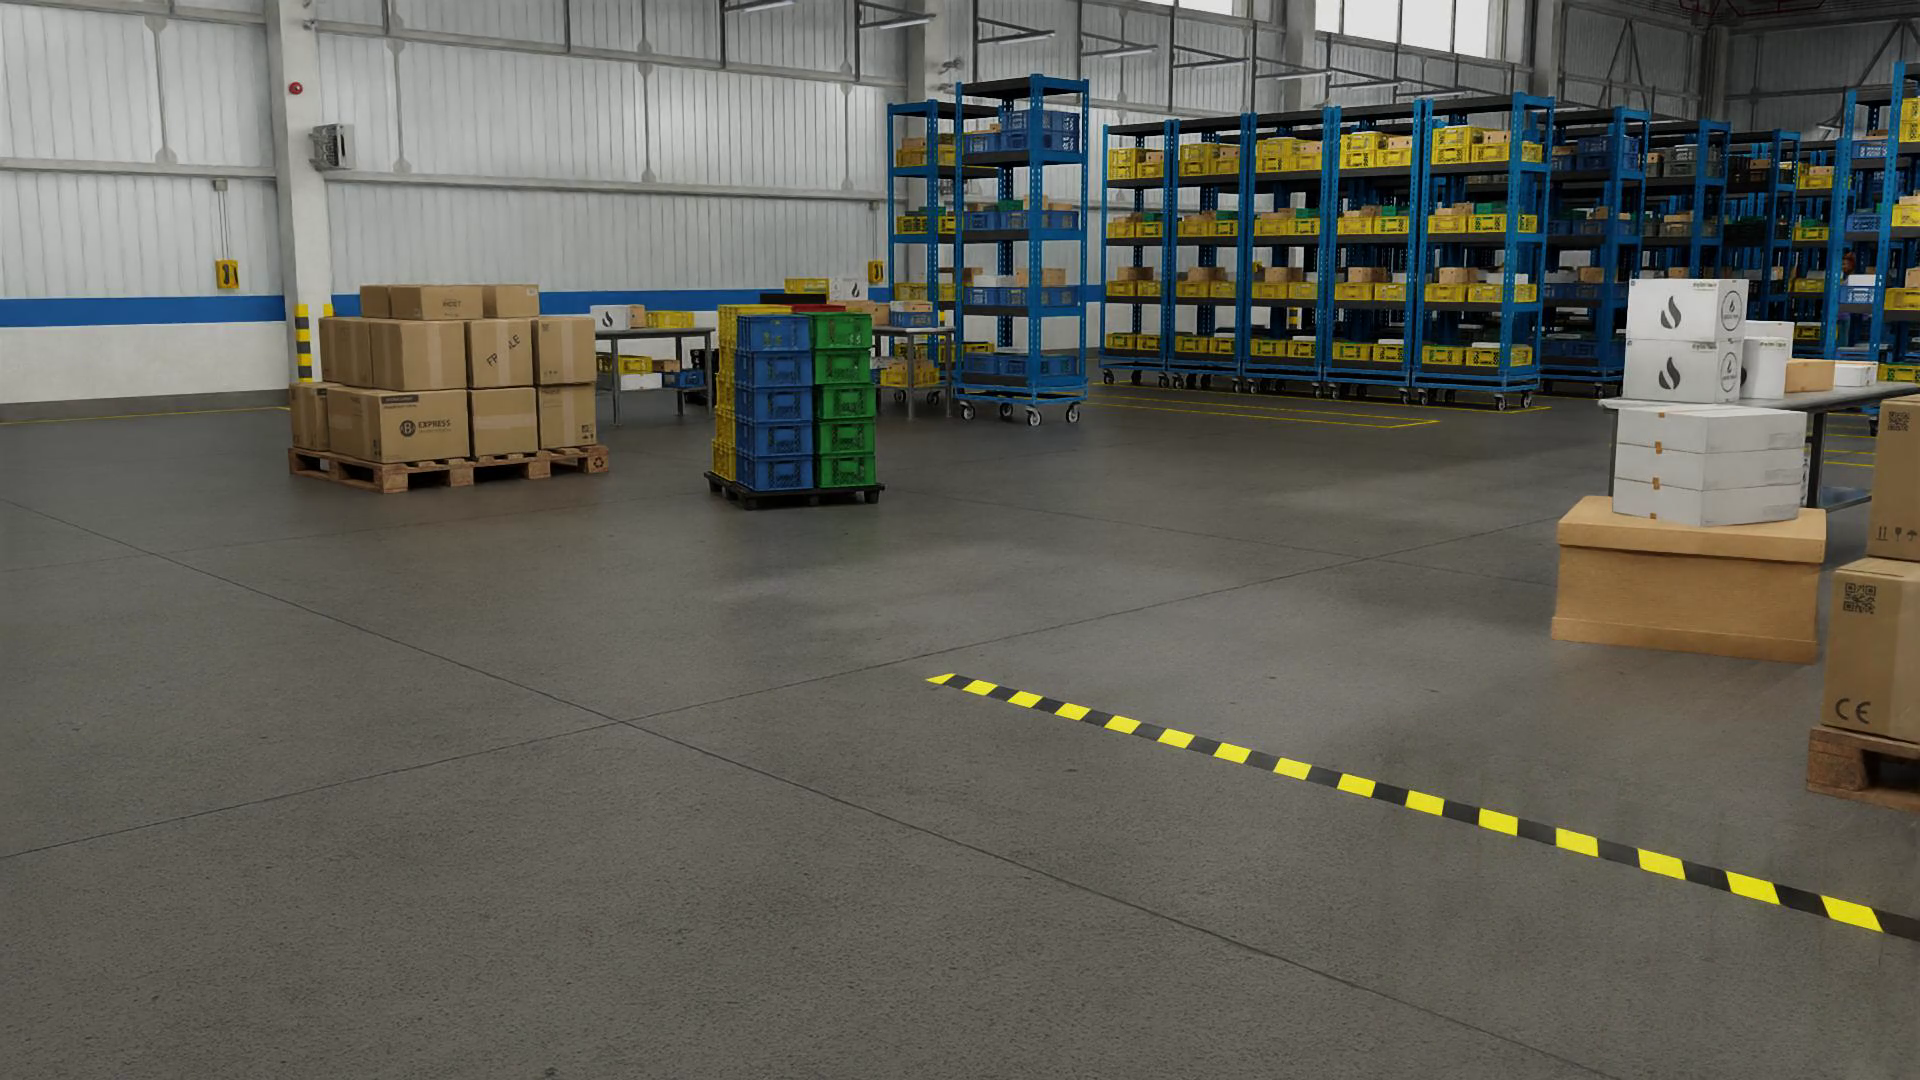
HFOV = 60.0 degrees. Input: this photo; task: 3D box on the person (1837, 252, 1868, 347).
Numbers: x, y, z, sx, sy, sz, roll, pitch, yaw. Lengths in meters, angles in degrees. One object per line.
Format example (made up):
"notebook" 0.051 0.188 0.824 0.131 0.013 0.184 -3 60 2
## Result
"person" 12.004 -2.946 22.423 0.389 1.848 0.567 2 10 11
